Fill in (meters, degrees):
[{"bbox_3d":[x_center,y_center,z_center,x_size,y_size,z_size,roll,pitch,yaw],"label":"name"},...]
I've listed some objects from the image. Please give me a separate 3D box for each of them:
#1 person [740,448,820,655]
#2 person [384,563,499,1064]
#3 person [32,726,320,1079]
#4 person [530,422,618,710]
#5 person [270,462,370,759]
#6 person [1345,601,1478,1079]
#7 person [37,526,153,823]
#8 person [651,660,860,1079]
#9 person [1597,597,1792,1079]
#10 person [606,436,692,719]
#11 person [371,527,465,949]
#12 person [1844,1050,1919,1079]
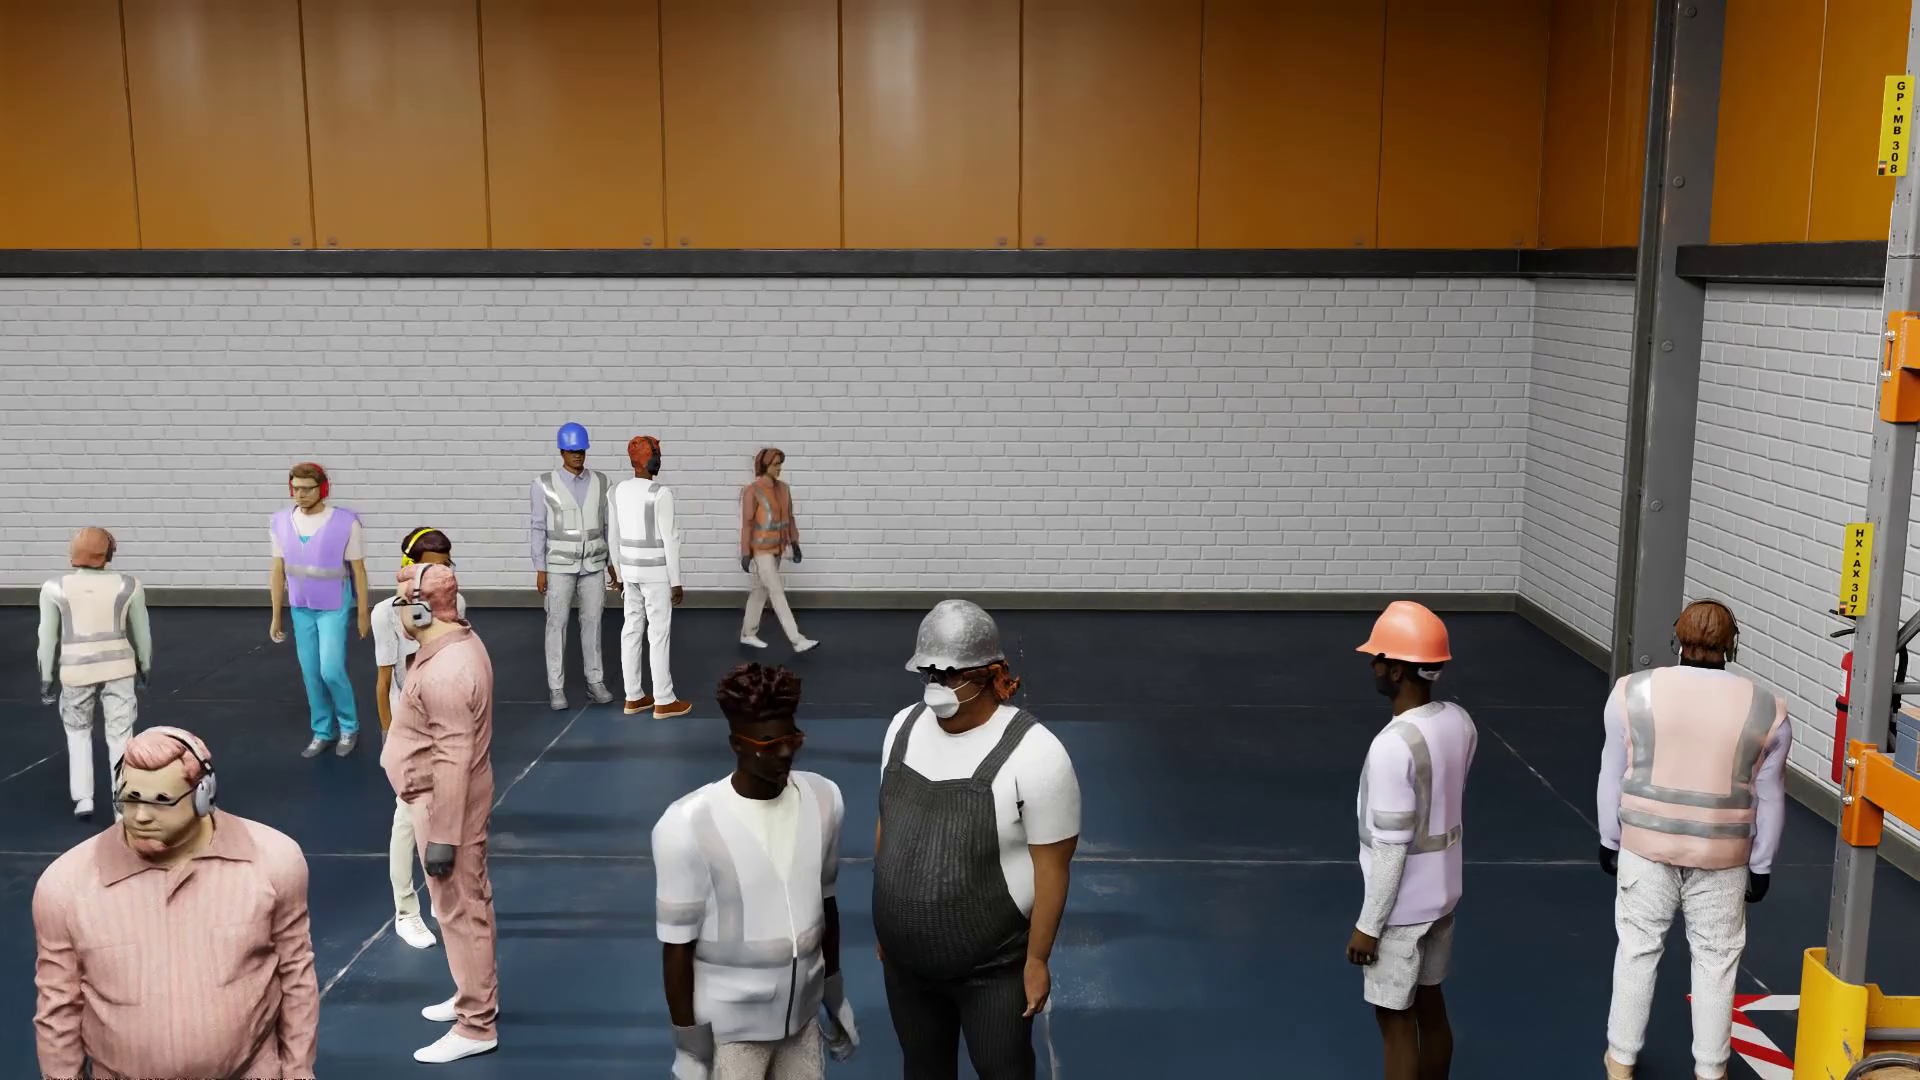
[{"bbox_3d":[-1.412,0.089,12.847,0.840,1.588,0.540,5,11,29],"label":"person"},{"bbox_3d":[-1.973,1.025,6.341,0.401,1.904,0.649,-2,10,-11],"label":"person"},{"bbox_3d":[-1.930,1.390,4.165,0.643,1.903,0.399,-5,11,-26],"label":"person"},{"bbox_3d":[-2.618,0.169,11.337,0.603,1.949,0.389,-6,11,-33],"label":"person"},{"bbox_3d":[-3.889,0.429,10.132,0.568,1.835,0.407,2,10,11],"label":"person"},{"bbox_3d":[1.444,1.156,5.451,0.364,1.939,0.542,8,13,41],"label":"person"},{"bbox_3d":[-4.630,0.736,8.934,0.543,1.617,0.525,-5,11,-26],"label":"person"},{"bbox_3d":[-0.558,1.286,4.594,0.610,1.966,0.366,-8,13,-41],"label":"person"},{"bbox_3d":[2.633,1.114,6.031,0.623,1.837,0.429,4,10,22],"label":"person"},{"bbox_3d":[-2.075,0.247,11.069,0.573,1.883,0.355,6,11,31],"label":"person"},{"bbox_3d":[-2.368,0.862,7.440,0.327,1.865,0.517,6,11,32],"label":"person"},{"bbox_3d":[1.421,1.671,2.648,0.514,1.844,0.327,3,10,19],"label":"person"}]
